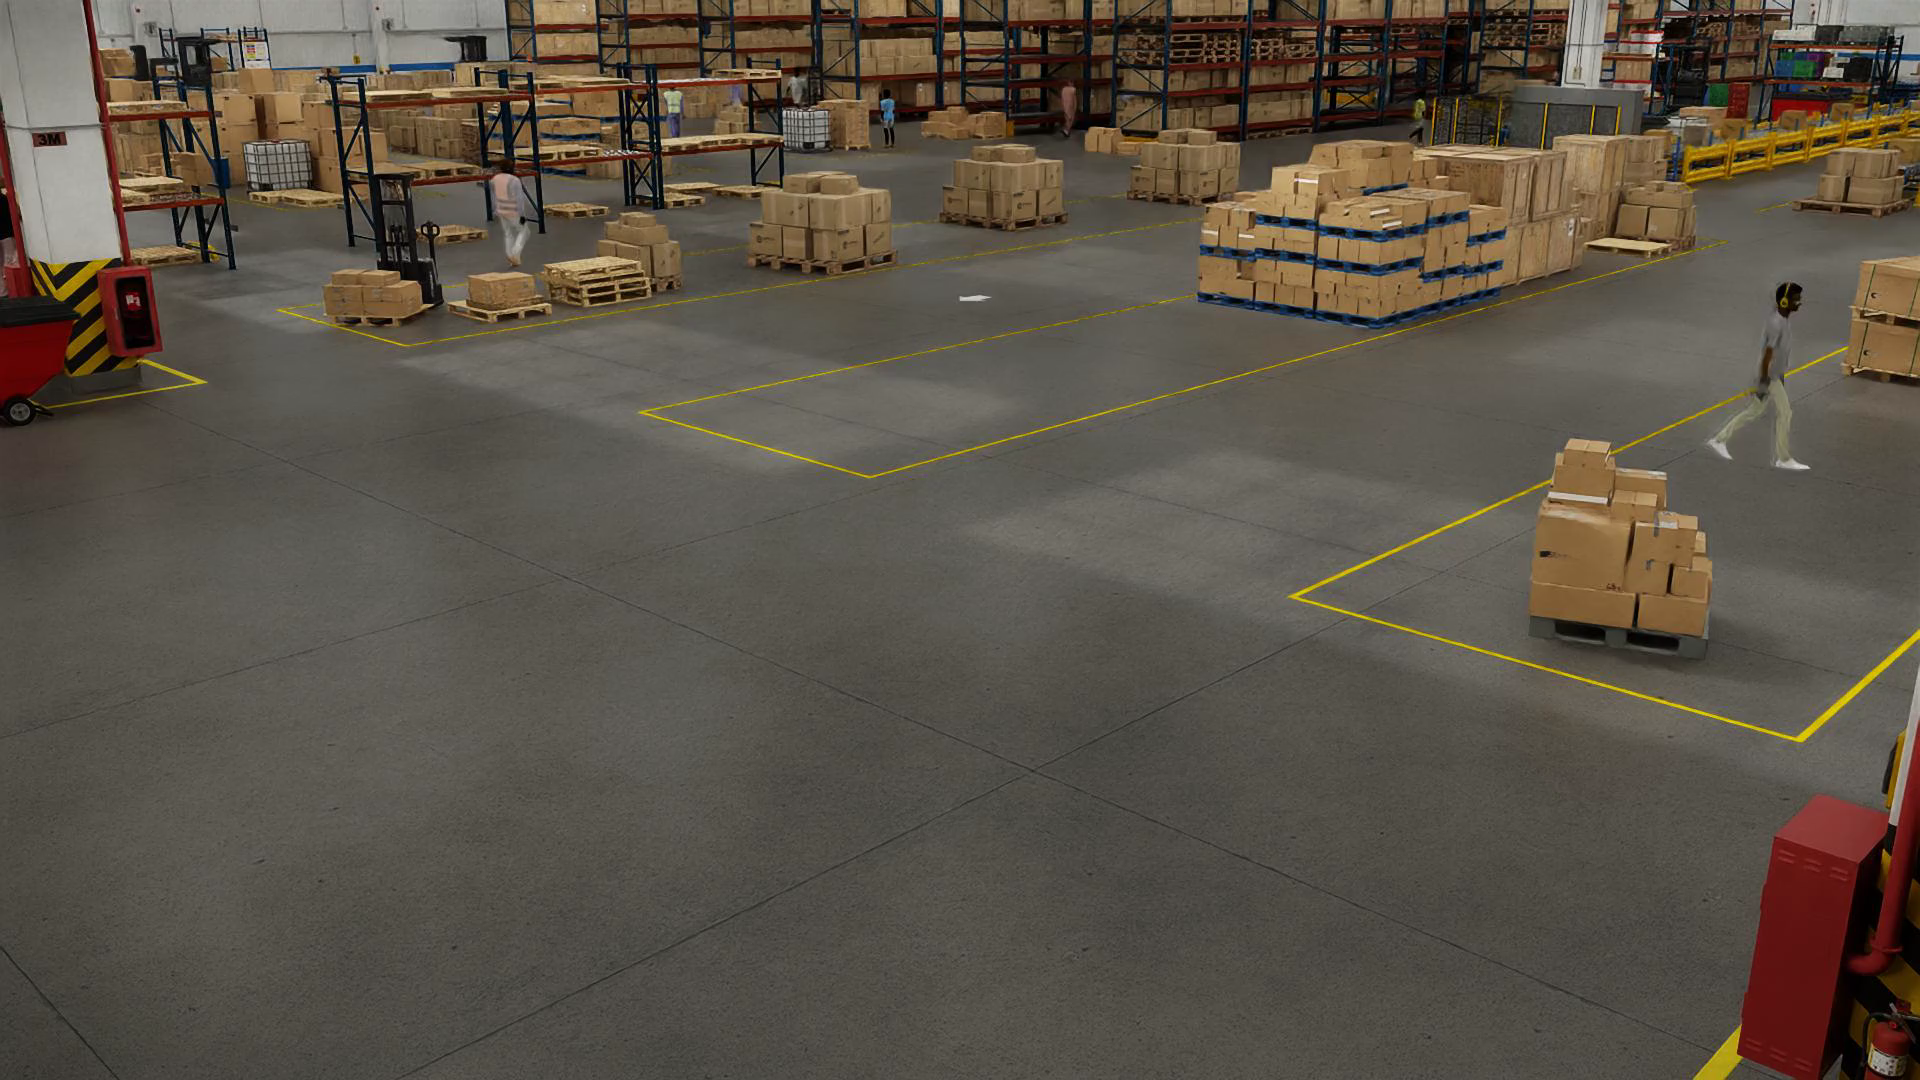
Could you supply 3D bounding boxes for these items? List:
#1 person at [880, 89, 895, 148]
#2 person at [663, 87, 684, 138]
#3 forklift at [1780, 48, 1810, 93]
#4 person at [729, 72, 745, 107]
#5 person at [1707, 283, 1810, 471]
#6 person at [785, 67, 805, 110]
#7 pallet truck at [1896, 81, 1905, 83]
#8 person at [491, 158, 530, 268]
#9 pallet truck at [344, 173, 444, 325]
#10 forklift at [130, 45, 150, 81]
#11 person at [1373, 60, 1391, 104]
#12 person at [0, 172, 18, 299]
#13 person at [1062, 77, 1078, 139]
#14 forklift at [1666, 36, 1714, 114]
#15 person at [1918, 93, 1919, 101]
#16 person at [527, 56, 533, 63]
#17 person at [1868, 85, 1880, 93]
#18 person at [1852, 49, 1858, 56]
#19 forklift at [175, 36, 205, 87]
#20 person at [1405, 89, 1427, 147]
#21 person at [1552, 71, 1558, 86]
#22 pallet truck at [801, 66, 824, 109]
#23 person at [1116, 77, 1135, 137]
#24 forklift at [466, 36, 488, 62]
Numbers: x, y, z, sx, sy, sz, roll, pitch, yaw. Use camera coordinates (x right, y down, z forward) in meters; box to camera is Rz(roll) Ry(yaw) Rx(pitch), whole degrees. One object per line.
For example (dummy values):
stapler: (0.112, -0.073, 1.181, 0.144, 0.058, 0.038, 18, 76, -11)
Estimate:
person: (-2.139, -12.433, 49.088, 0.535, 1.697, 0.322, -17, 25, -42)
person: (-8.648, -12.879, 50.186, 0.612, 1.863, 1.019, -5, 19, -16)
forklift: (35.985, -20.111, 70.374, 1.873, 2.768, 1.129, 17, 25, 41)
person: (-7.668, -14.980, 56.452, 0.918, 1.901, 0.636, 5, 19, 15)
person: (7.919, -1.626, 16.321, 0.941, 1.836, 0.529, 10, 21, 27)
person: (-5.751, -15.575, 58.239, 0.639, 1.893, 1.042, 10, 21, 27)
pallet truck: (34.802, -16.331, 61.455, 0.653, 1.274, 1.630, 17, 25, 41)
person: (-7.540, -5.486, 27.949, 0.653, 1.827, 0.438, 10, 21, 28)
pallet truck: (-8.209, -4.181, 23.757, 0.823, 1.965, 1.885, 3, 19, 9)
forklift: (-25.517, -14.043, 52.092, 1.873, 2.768, 1.129, -9, 20, -25)
person: (17.000, -18.353, 66.744, 0.722, 1.819, 0.569, -6, 19, -18)
person: (-14.316, -4.545, 24.858, 0.623, 1.993, 0.384, 5, 19, 13)
person: (3.416, -13.483, 51.951, 0.483, 1.889, 0.666, -12, 22, -33)
forklift: (27.341, -17.291, 61.877, 1.129, 2.768, 1.873, 17, 25, 41)
person: (33.887, -15.697, 58.628, 0.997, 1.883, 0.617, 13, 22, 33)
person: (-17.030, -18.179, 65.995, 0.621, 1.964, 0.869, -4, 19, -12)
person: (32.765, -15.863, 59.503, 0.540, 1.640, 0.759, 6, 19, 17)
person: (42.878, -22.672, 79.904, 0.499, 1.725, 0.647, -5, 19, -16)
forklift: (-28.422, -17.222, 61.668, 1.873, 2.768, 1.129, 8, 20, 23)
person: (13.594, -12.517, 49.351, 0.639, 1.682, 0.538, 0, 18, 1)
person: (22.449, -16.872, 62.186, 0.652, 1.884, 0.797, 10, 21, 28)
pallet truck: (-4.812, -15.182, 56.903, 0.823, 1.965, 1.885, -9, 21, -26)
person: (5.134, -13.535, 52.086, 0.577, 1.894, 0.928, 13, 22, 34)
forklift: (-18.119, -17.583, 62.756, 1.129, 2.768, 1.873, 17, 25, 41)
